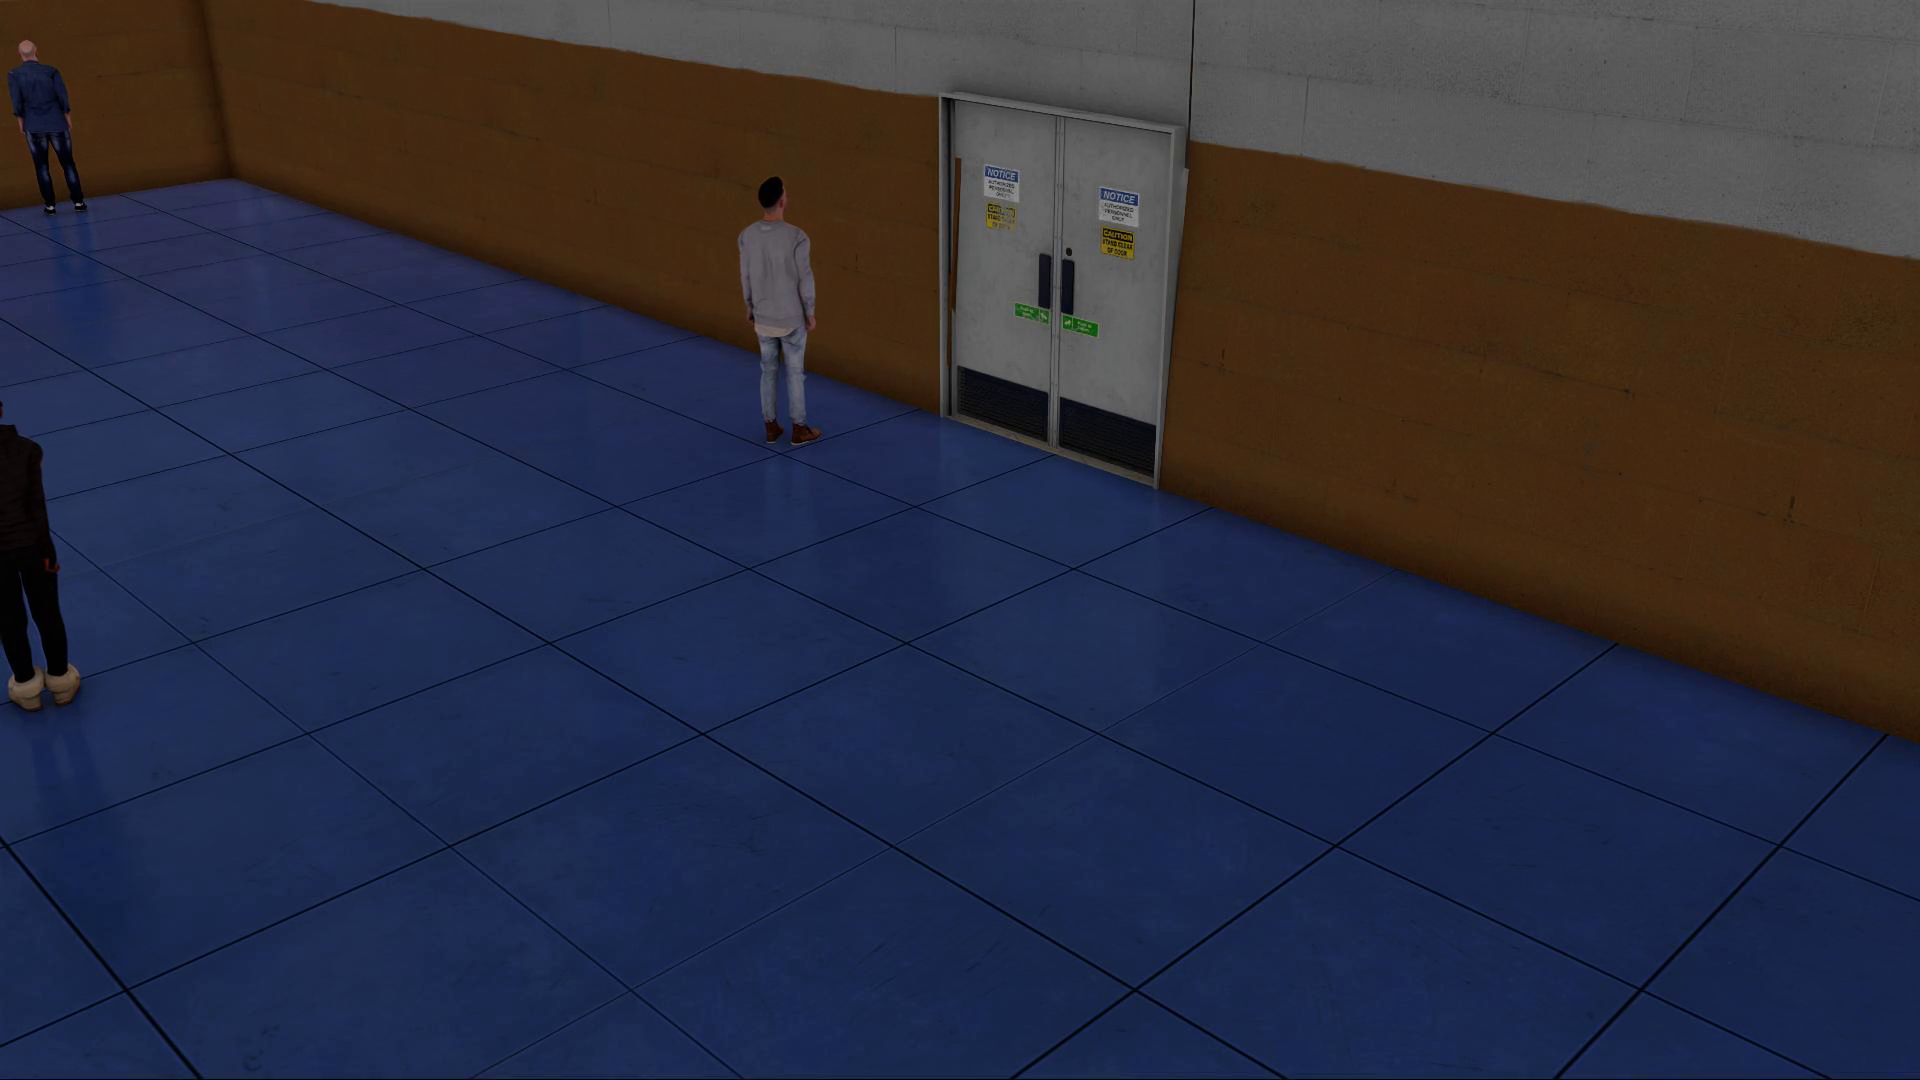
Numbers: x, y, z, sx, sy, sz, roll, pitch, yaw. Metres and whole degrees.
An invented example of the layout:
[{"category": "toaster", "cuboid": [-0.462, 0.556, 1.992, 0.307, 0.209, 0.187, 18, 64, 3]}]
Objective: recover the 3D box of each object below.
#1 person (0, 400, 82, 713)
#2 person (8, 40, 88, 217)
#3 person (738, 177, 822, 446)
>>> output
[{"category": "person", "cuboid": [-4.447, 0.056, 7.827, 0.670, 1.661, 0.612, 9, 25, 19]}, {"category": "person", "cuboid": [-9.813, -4.424, 17.861, 0.635, 1.826, 0.834, -13, 27, -26]}, {"category": "person", "cuboid": [-1.217, -1.544, 11.261, 0.765, 1.840, 0.735, 8, 25, 17]}]
